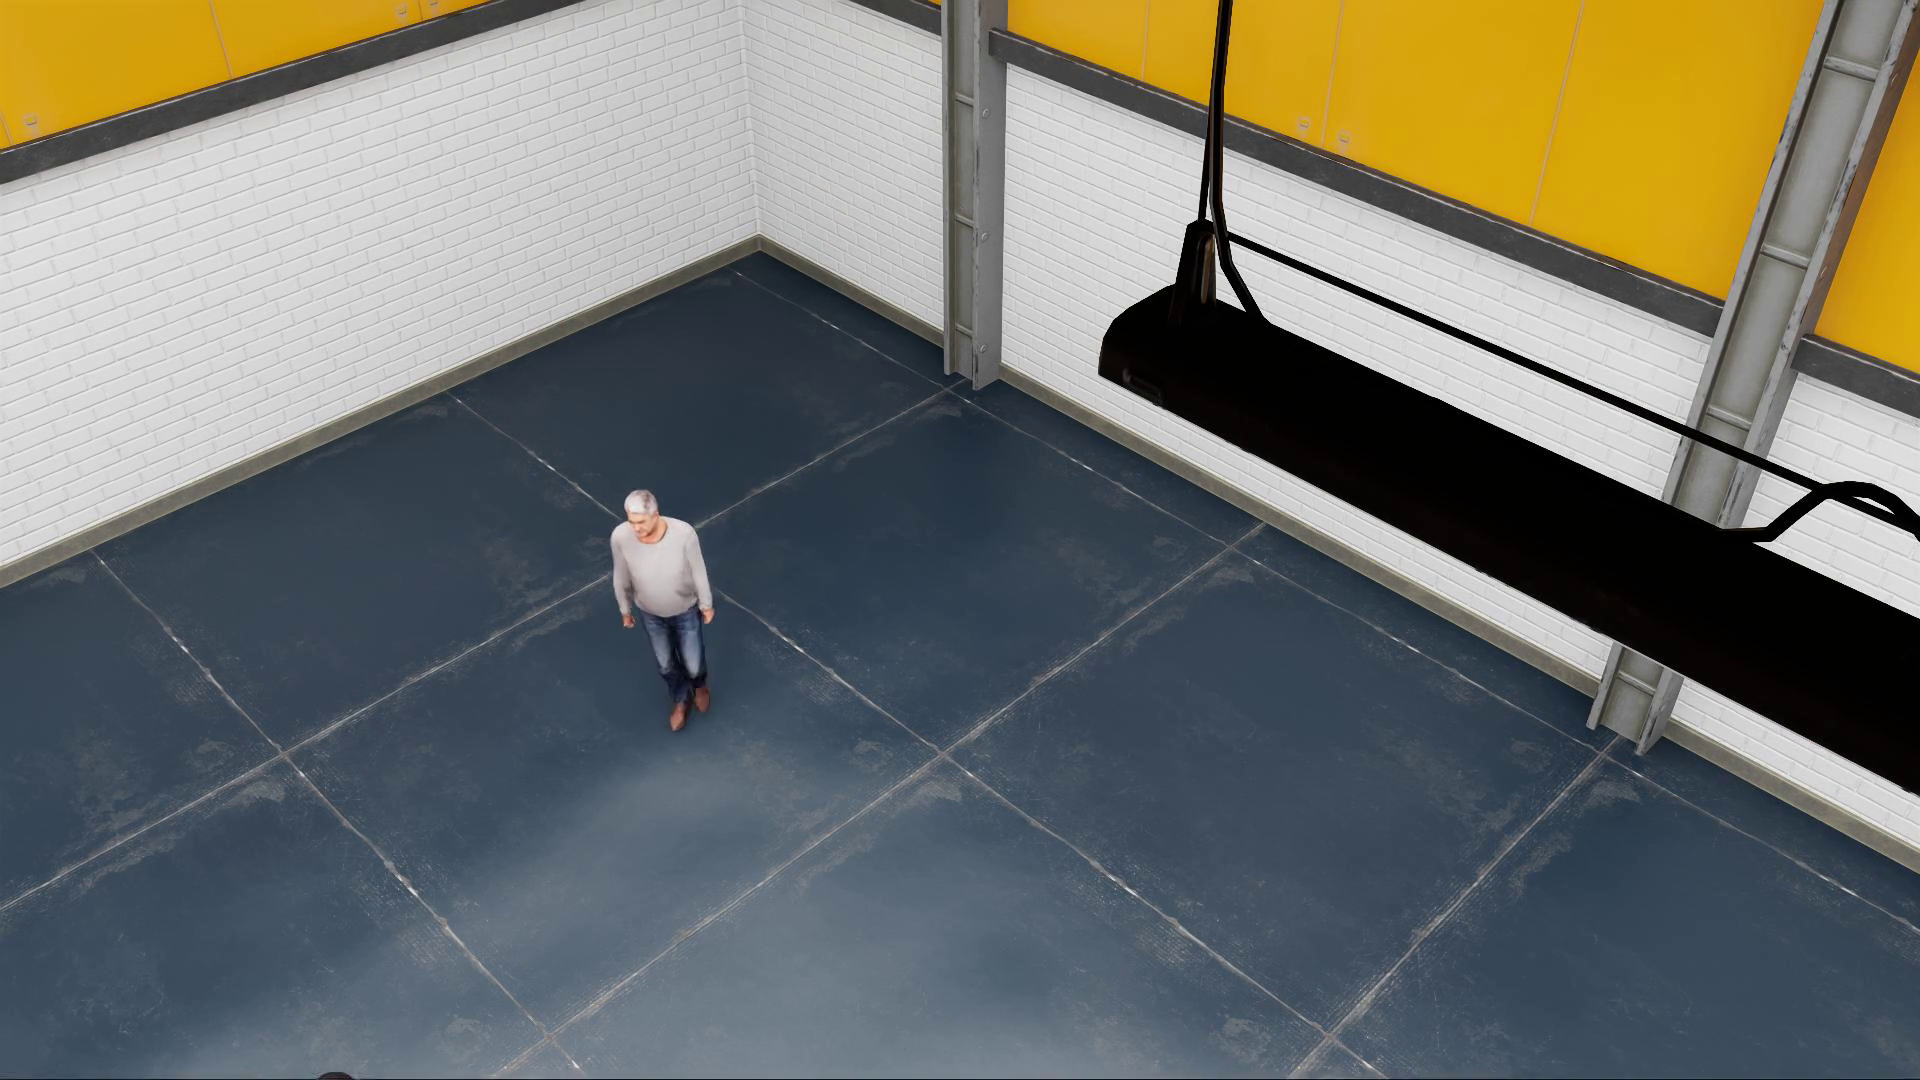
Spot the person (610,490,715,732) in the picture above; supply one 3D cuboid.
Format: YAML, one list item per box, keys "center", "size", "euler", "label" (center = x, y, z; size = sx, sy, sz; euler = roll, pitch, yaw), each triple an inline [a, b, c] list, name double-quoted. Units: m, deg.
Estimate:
- center: [-1.819, 0.366, 10.447]
  size: [0.868, 1.885, 0.942]
  euler: [1, 39, 2]
  label: "person"
